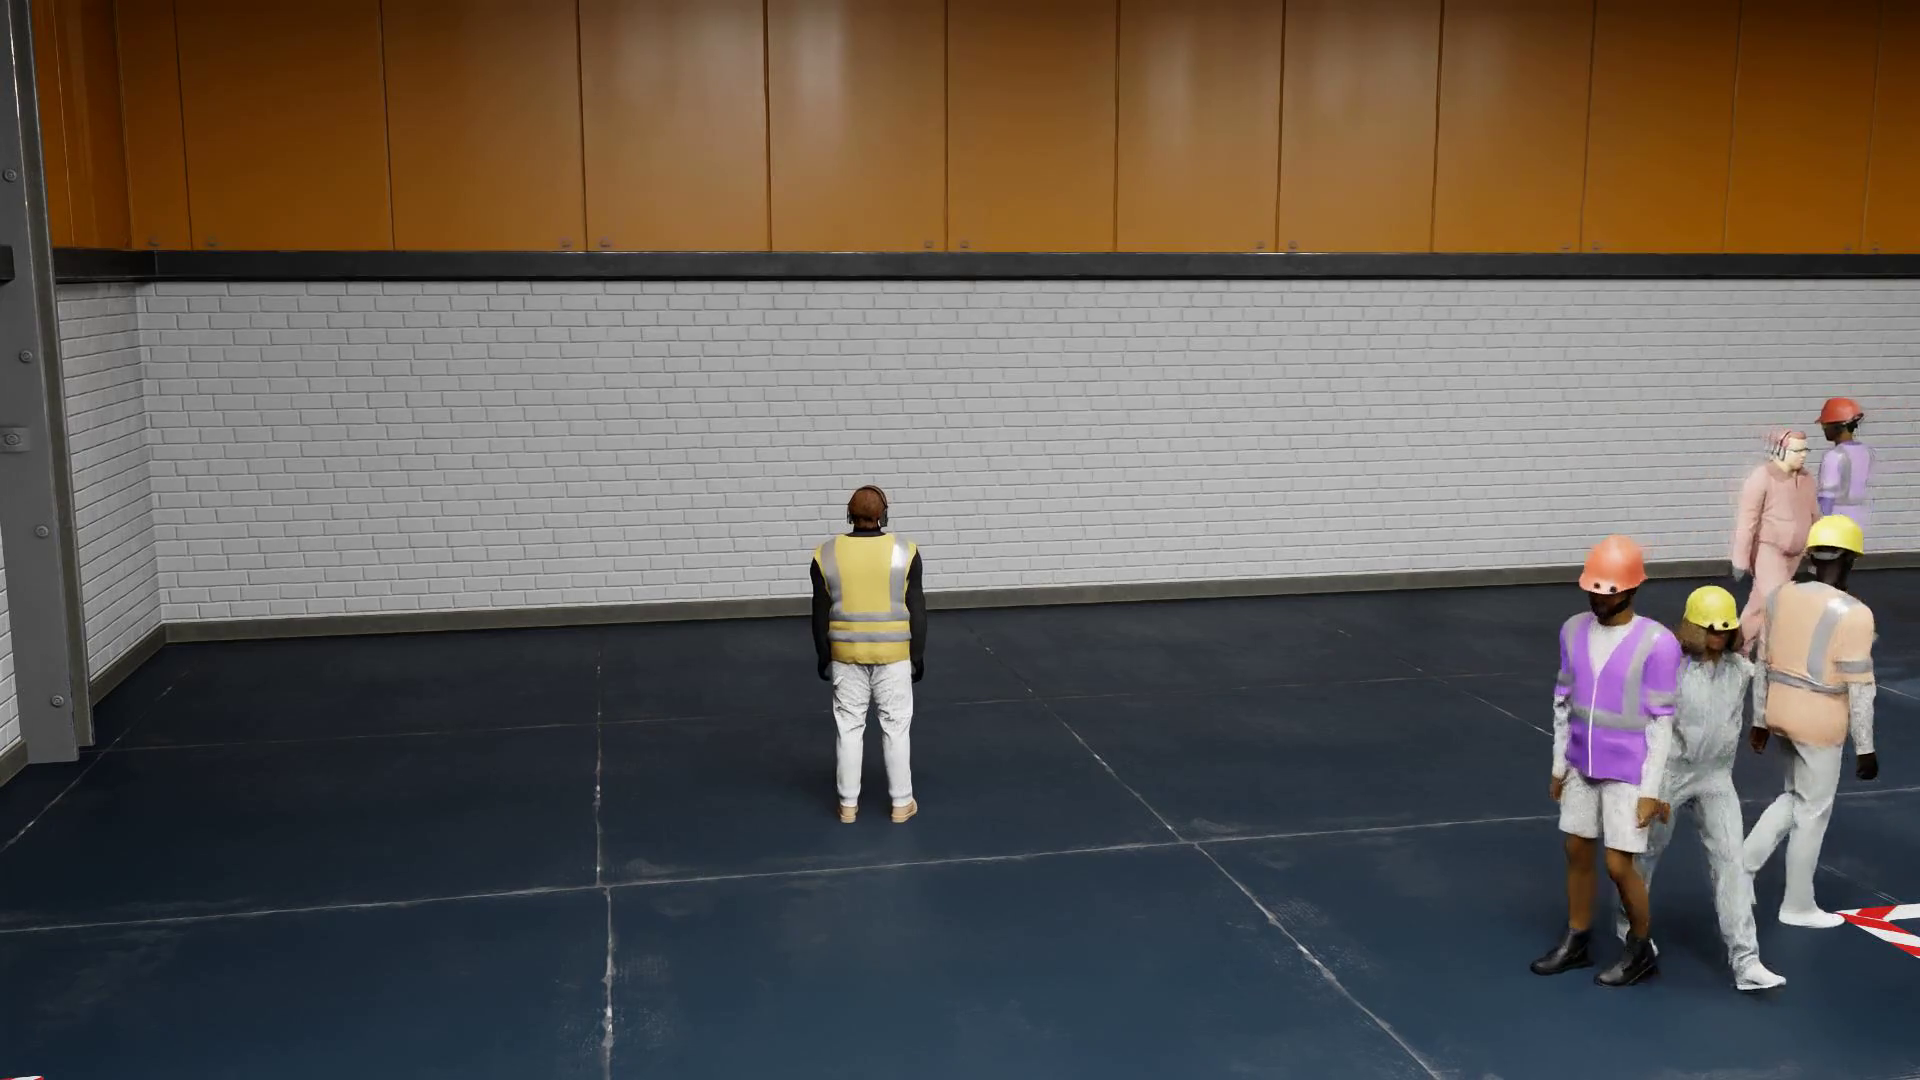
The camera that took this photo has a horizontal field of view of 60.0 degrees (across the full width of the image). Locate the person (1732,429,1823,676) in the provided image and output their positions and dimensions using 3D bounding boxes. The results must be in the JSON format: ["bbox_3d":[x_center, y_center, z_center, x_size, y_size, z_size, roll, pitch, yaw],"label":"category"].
[{"bbox_3d":[5.949,0.138,11.925,0.650,1.852,1.006,-5,11,-30],"label":"person"}]

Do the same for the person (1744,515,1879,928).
[{"bbox_3d":[3.829,0.835,7.511,0.493,1.900,0.596,-2,9,-10],"label":"person"}]

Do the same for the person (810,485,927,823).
[{"bbox_3d":[-0.483,0.620,9.001,0.619,1.845,0.430,0,9,3],"label":"person"}]

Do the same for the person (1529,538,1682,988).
[{"bbox_3d":[2.683,0.934,6.893,0.493,1.916,0.558,-6,11,-31],"label":"person"}]

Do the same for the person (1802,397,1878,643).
[{"bbox_3d":[6.719,-0.082,12.727,0.613,2.027,0.739,-7,11,-35],"label":"person"}]

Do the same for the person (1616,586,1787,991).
[{"bbox_3d":[3.111,1.023,6.992,0.500,1.685,0.911,-2,10,-11],"label":"person"}]
